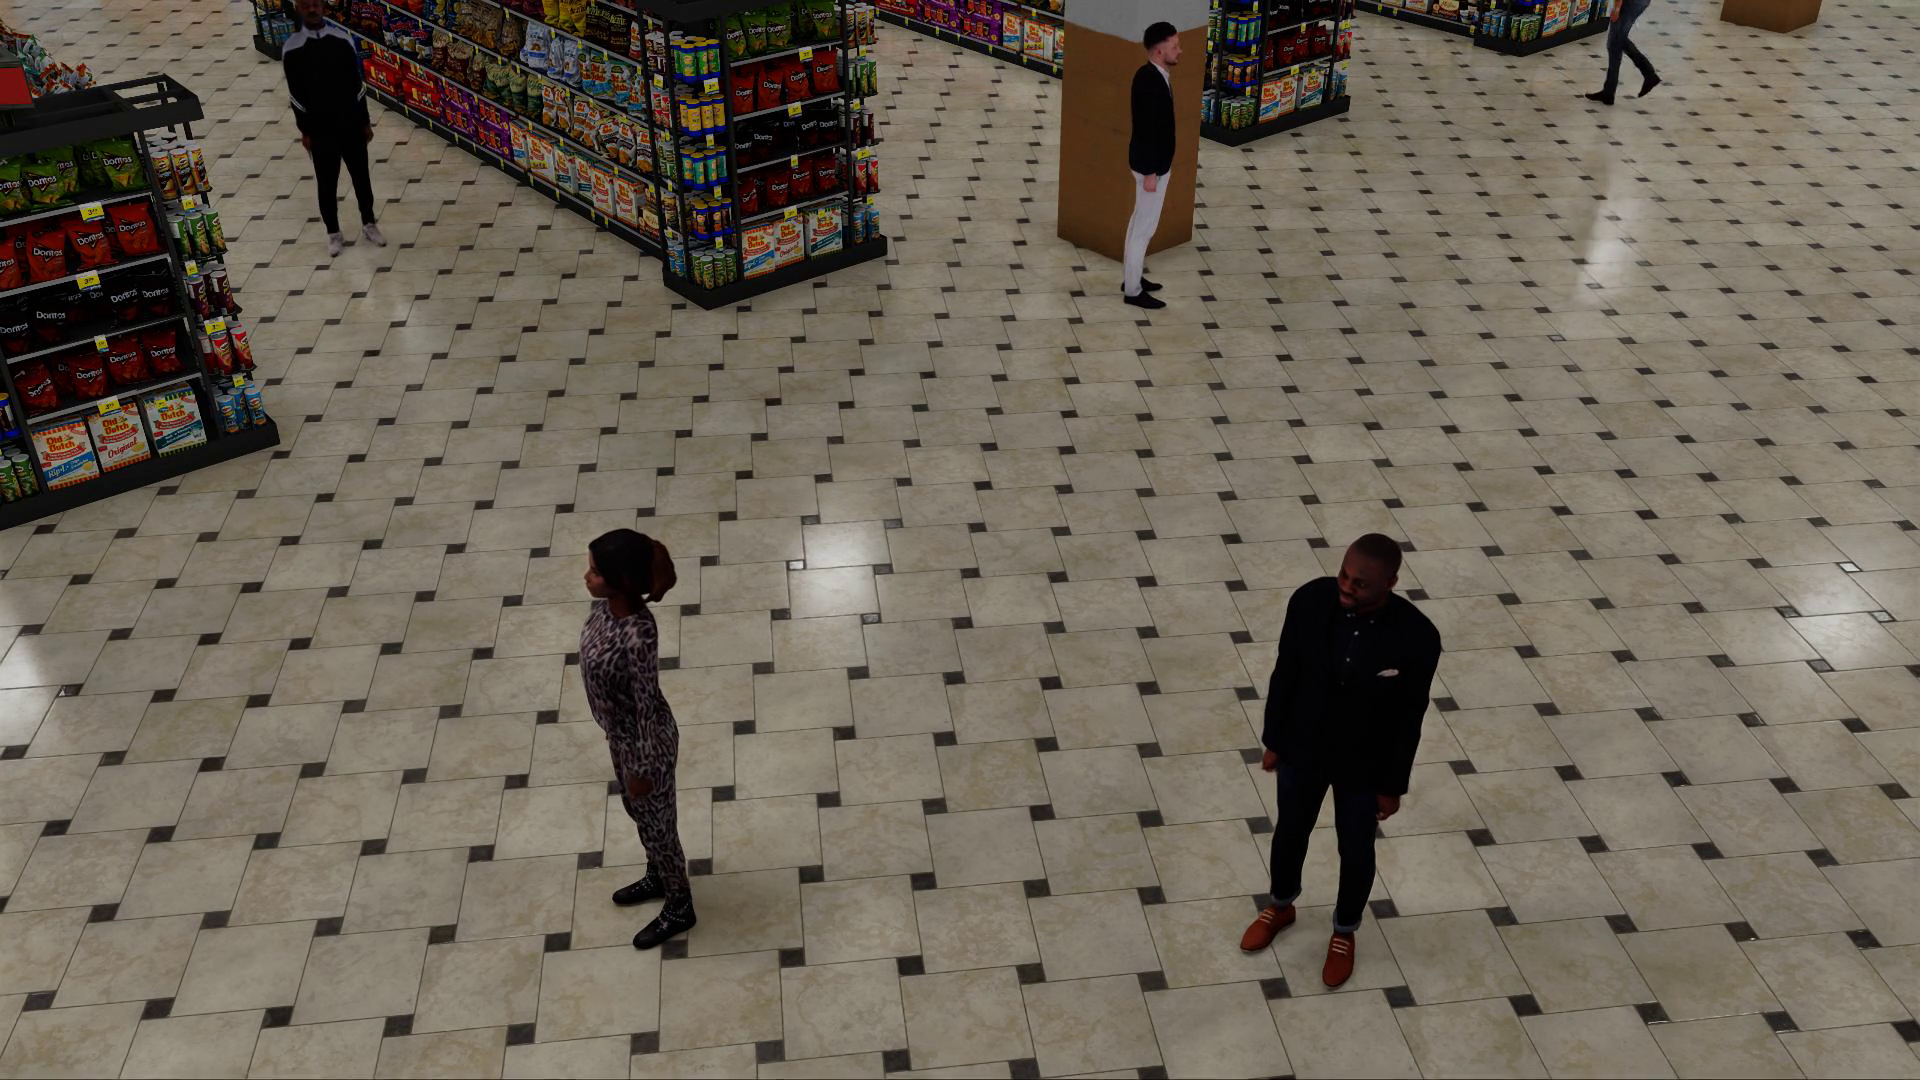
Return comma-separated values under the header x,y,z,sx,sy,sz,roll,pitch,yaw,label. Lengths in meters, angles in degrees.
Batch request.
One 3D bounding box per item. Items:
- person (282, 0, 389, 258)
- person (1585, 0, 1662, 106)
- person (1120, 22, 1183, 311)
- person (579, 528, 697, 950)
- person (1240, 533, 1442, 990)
x,y,z,sx,sy,sz,roll,pitch,yaw,label
-4.373,-2.932,11.600,0.692,1.829,0.604,-17,36,-26,person
5.889,-4.628,14.382,0.877,1.769,0.734,24,39,34,person
1.216,-2.430,10.782,0.779,1.841,0.718,2,32,4,person
-1.129,0.704,5.866,0.698,1.713,0.589,-13,34,-20,person
1.302,0.737,5.713,0.653,1.818,0.823,19,37,27,person
